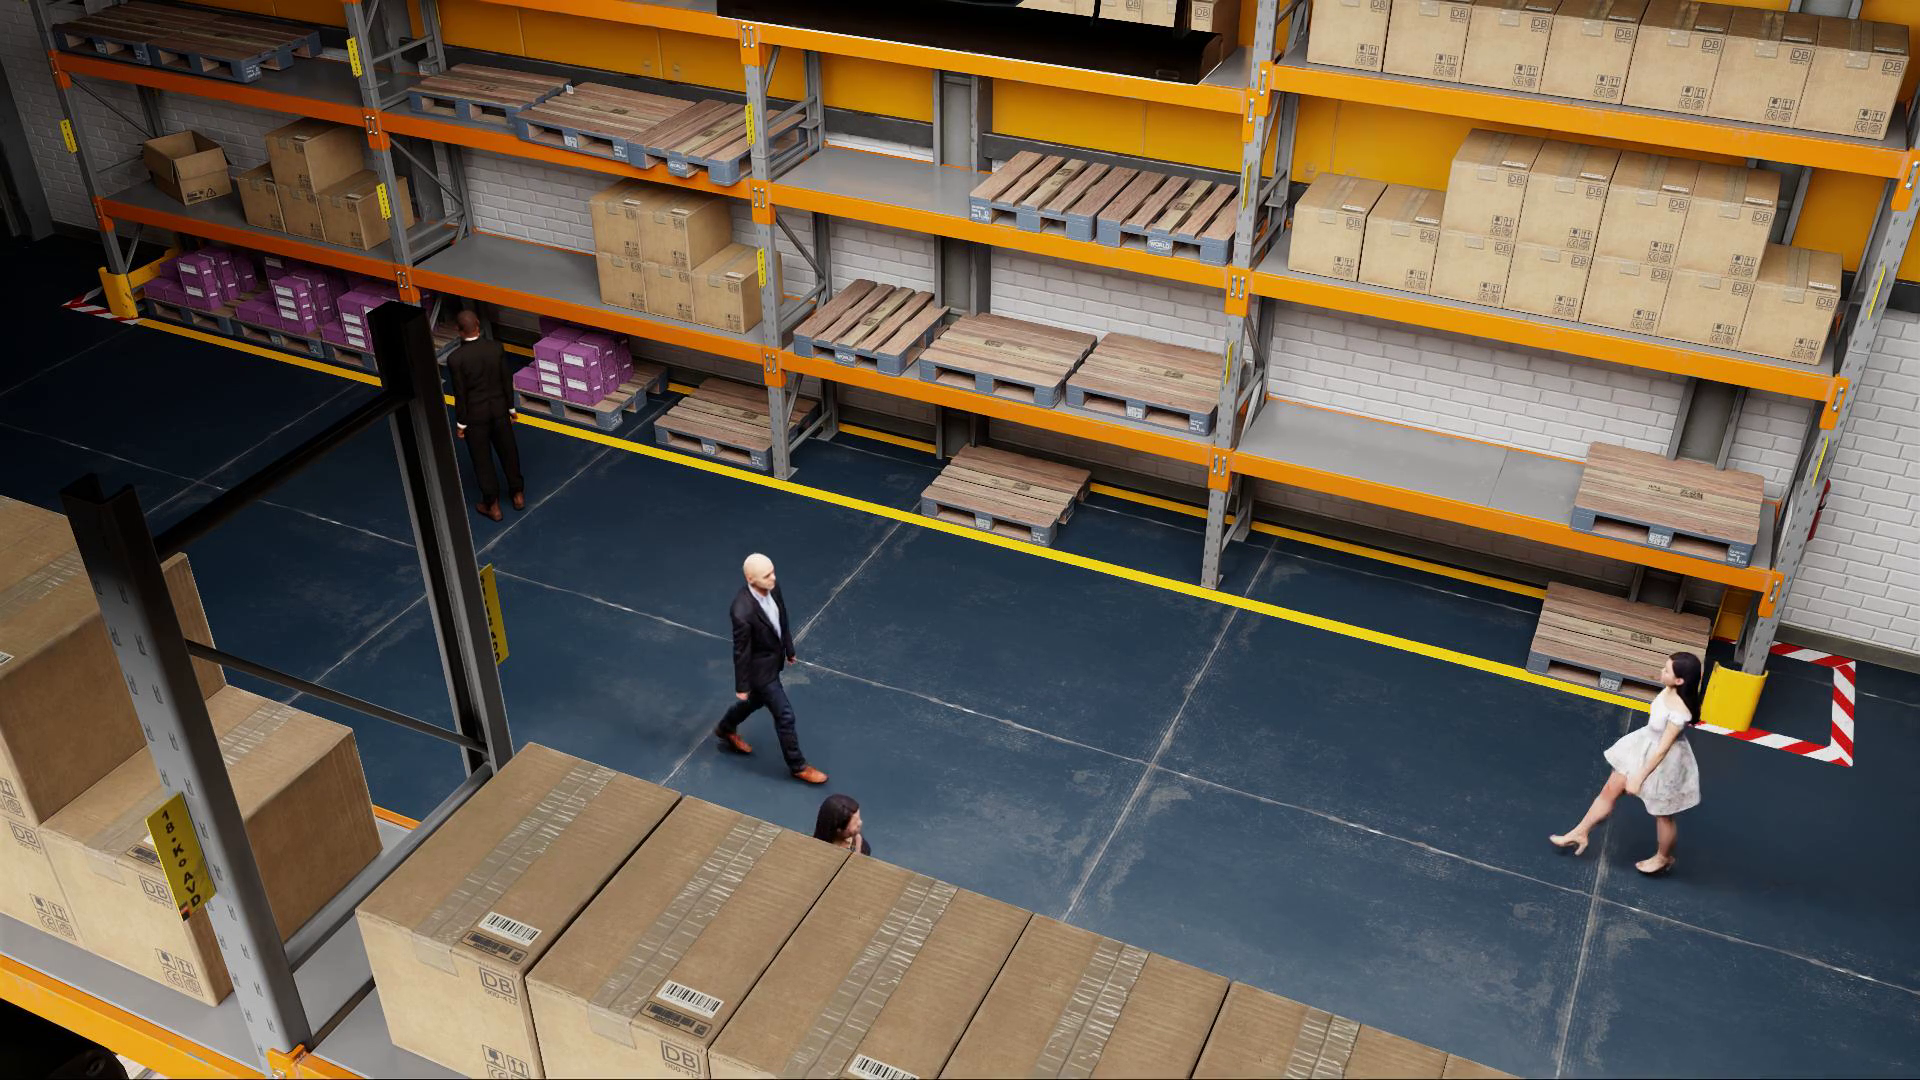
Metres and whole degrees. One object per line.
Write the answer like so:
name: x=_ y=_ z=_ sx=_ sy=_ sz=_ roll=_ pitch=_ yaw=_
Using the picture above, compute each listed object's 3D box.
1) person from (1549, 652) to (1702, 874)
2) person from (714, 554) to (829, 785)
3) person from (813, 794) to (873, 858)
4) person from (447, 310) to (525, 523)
person: x=4.427 y=1.447 z=10.333 sx=1.045 sy=1.742 sz=0.731 roll=9 pitch=35 yaw=13
person: x=-1.391 y=0.830 z=11.232 sx=1.146 sy=1.774 sz=0.716 roll=13 pitch=36 yaw=19
person: x=-0.777 y=2.093 z=9.422 sx=1.144 sy=1.675 sz=0.939 roll=0 pitch=34 yaw=0
person: x=-3.979 y=-1.059 z=13.957 sx=0.793 sy=1.903 sz=0.781 roll=-24 pitch=40 yaw=-31
